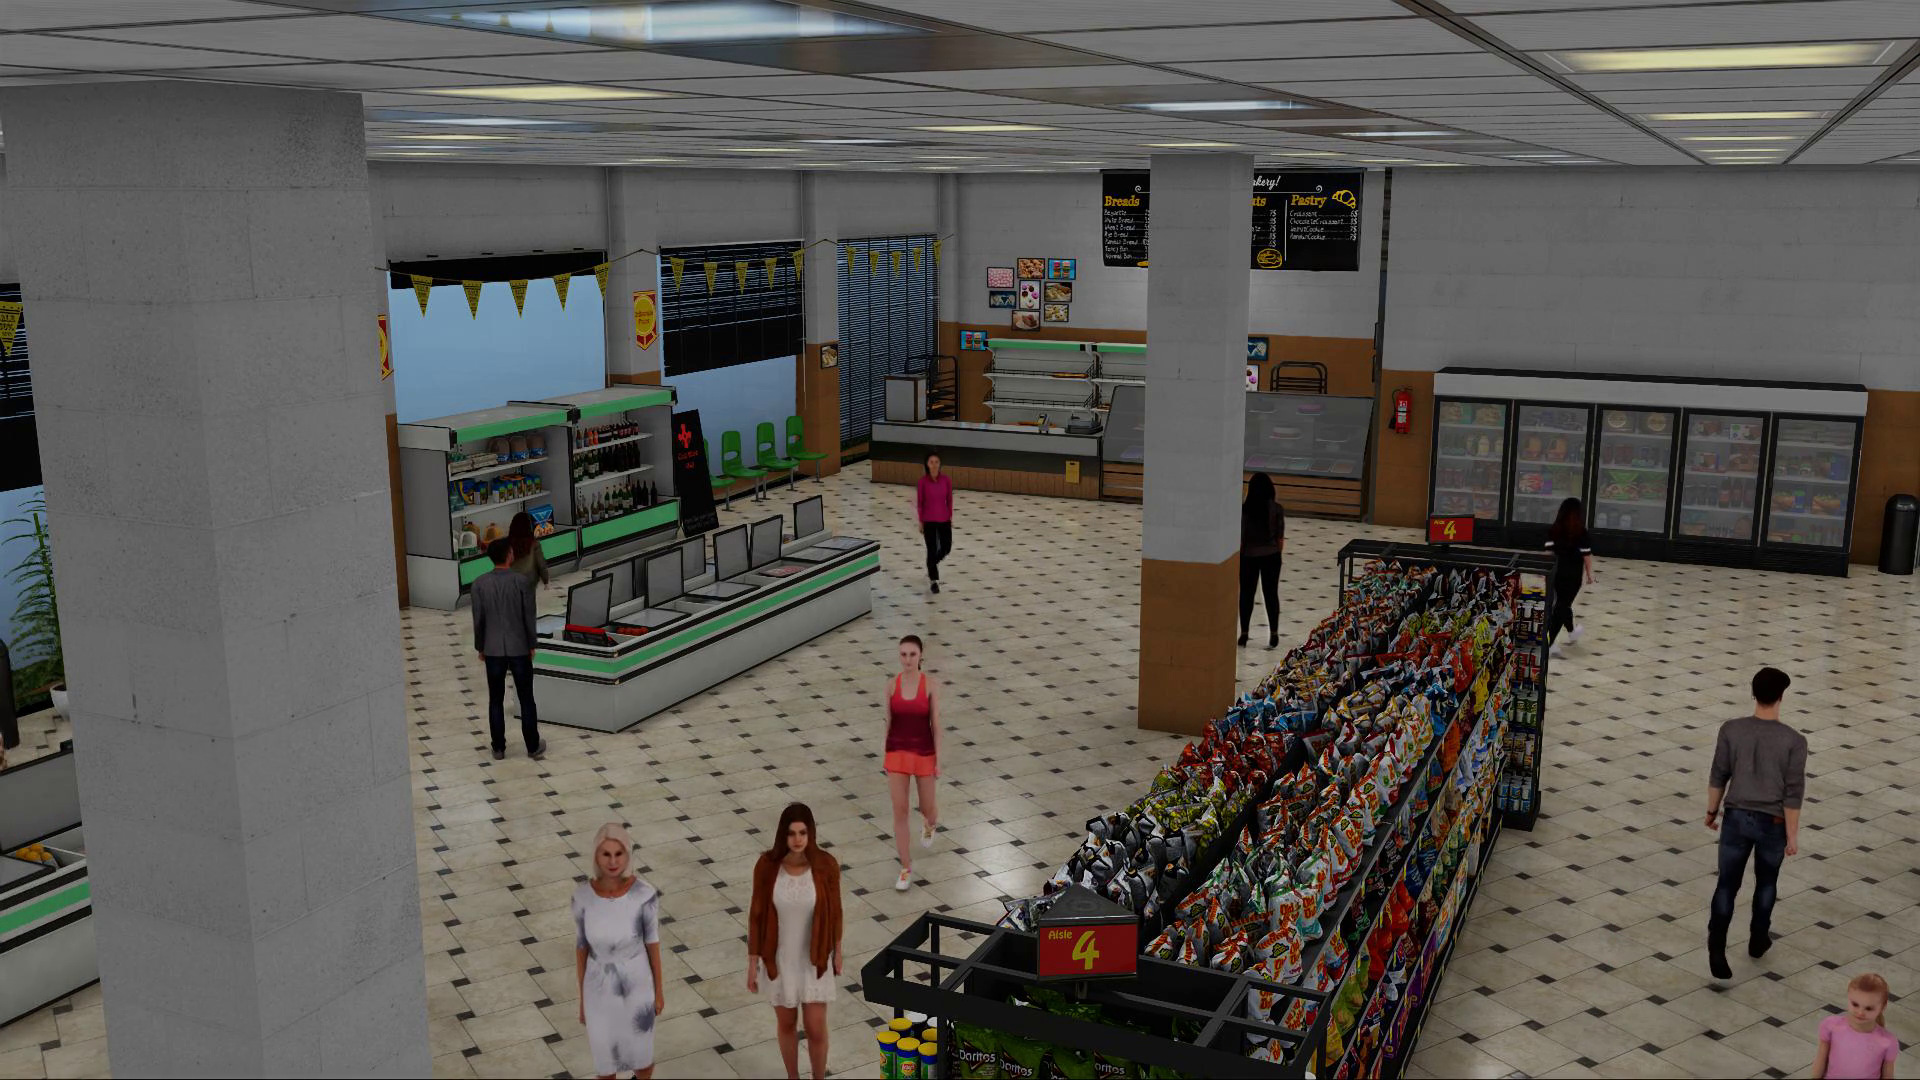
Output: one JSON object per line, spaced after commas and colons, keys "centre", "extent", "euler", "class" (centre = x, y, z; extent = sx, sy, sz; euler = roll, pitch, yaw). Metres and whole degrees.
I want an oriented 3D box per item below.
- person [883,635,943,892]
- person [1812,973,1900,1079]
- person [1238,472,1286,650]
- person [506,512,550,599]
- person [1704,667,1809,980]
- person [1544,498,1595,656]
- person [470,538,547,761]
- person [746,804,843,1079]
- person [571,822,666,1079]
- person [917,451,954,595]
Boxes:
{"centre": [-0.314, 1.490, 11.467], "extent": [0.761, 1.731, 1.042], "euler": [2, 12, 8], "class": "person"}
{"centre": [4.031, 2.550, 7.539], "extent": [0.509, 1.275, 0.532], "euler": [7, 14, 32], "class": "person"}
{"centre": [3.119, 0.215, 17.265], "extent": [0.725, 1.838, 0.722], "euler": [1, 12, 4], "class": "person"}
{"centre": [-4.489, 0.470, 16.988], "extent": [0.760, 1.452, 0.939], "euler": [2, 12, 8], "class": "person"}
{"centre": [4.740, 1.730, 9.980], "extent": [0.844, 1.875, 1.237], "euler": [8, 14, 34], "class": "person"}
{"centre": [6.142, 0.404, 16.943], "extent": [1.149, 1.599, 0.889], "euler": [-10, 16, -40], "class": "person"}
{"centre": [-3.779, 0.907, 13.895], "extent": [0.781, 1.871, 0.791], "euler": [-1, 12, -6], "class": "person"}
{"centre": [-0.847, 2.116, 8.569], "extent": [0.744, 1.701, 0.773], "euler": [0, 12, 0], "class": "person"}
{"centre": [-1.659, 2.191, 8.124], "extent": [0.856, 1.737, 0.986], "euler": [-2, 12, -8], "class": "person"}
{"centre": [-0.310, -0.220, 19.703], "extent": [0.853, 1.685, 0.924], "euler": [-4, 12, -17], "class": "person"}
